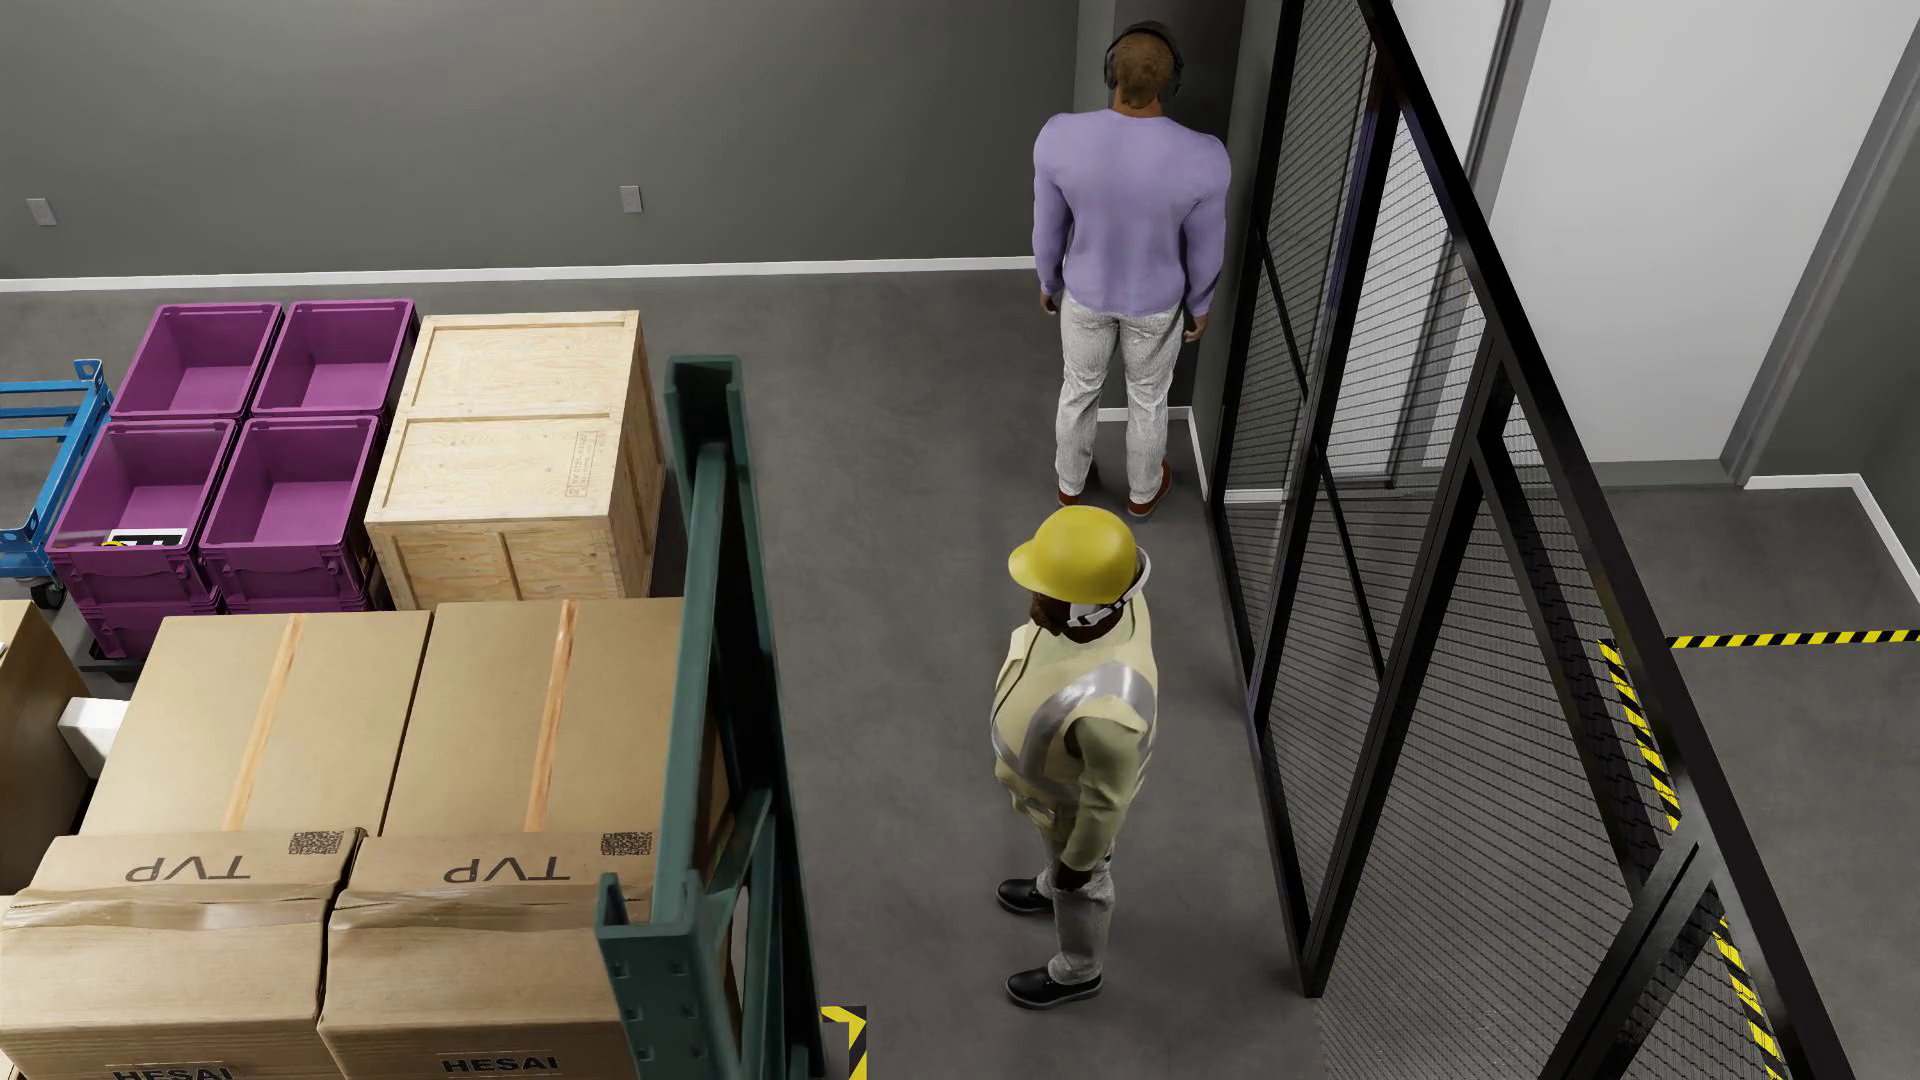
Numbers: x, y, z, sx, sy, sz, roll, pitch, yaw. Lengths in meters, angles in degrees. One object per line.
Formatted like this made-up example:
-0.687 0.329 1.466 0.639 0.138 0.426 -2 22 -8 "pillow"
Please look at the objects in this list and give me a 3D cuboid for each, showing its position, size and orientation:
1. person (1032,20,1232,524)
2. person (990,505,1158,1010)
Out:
0.545 -0.832 5.551 0.630 1.940 0.372 10 47 9 "person"
0.277 0.582 4.273 0.404 1.832 0.600 -2 46 -2 "person"
